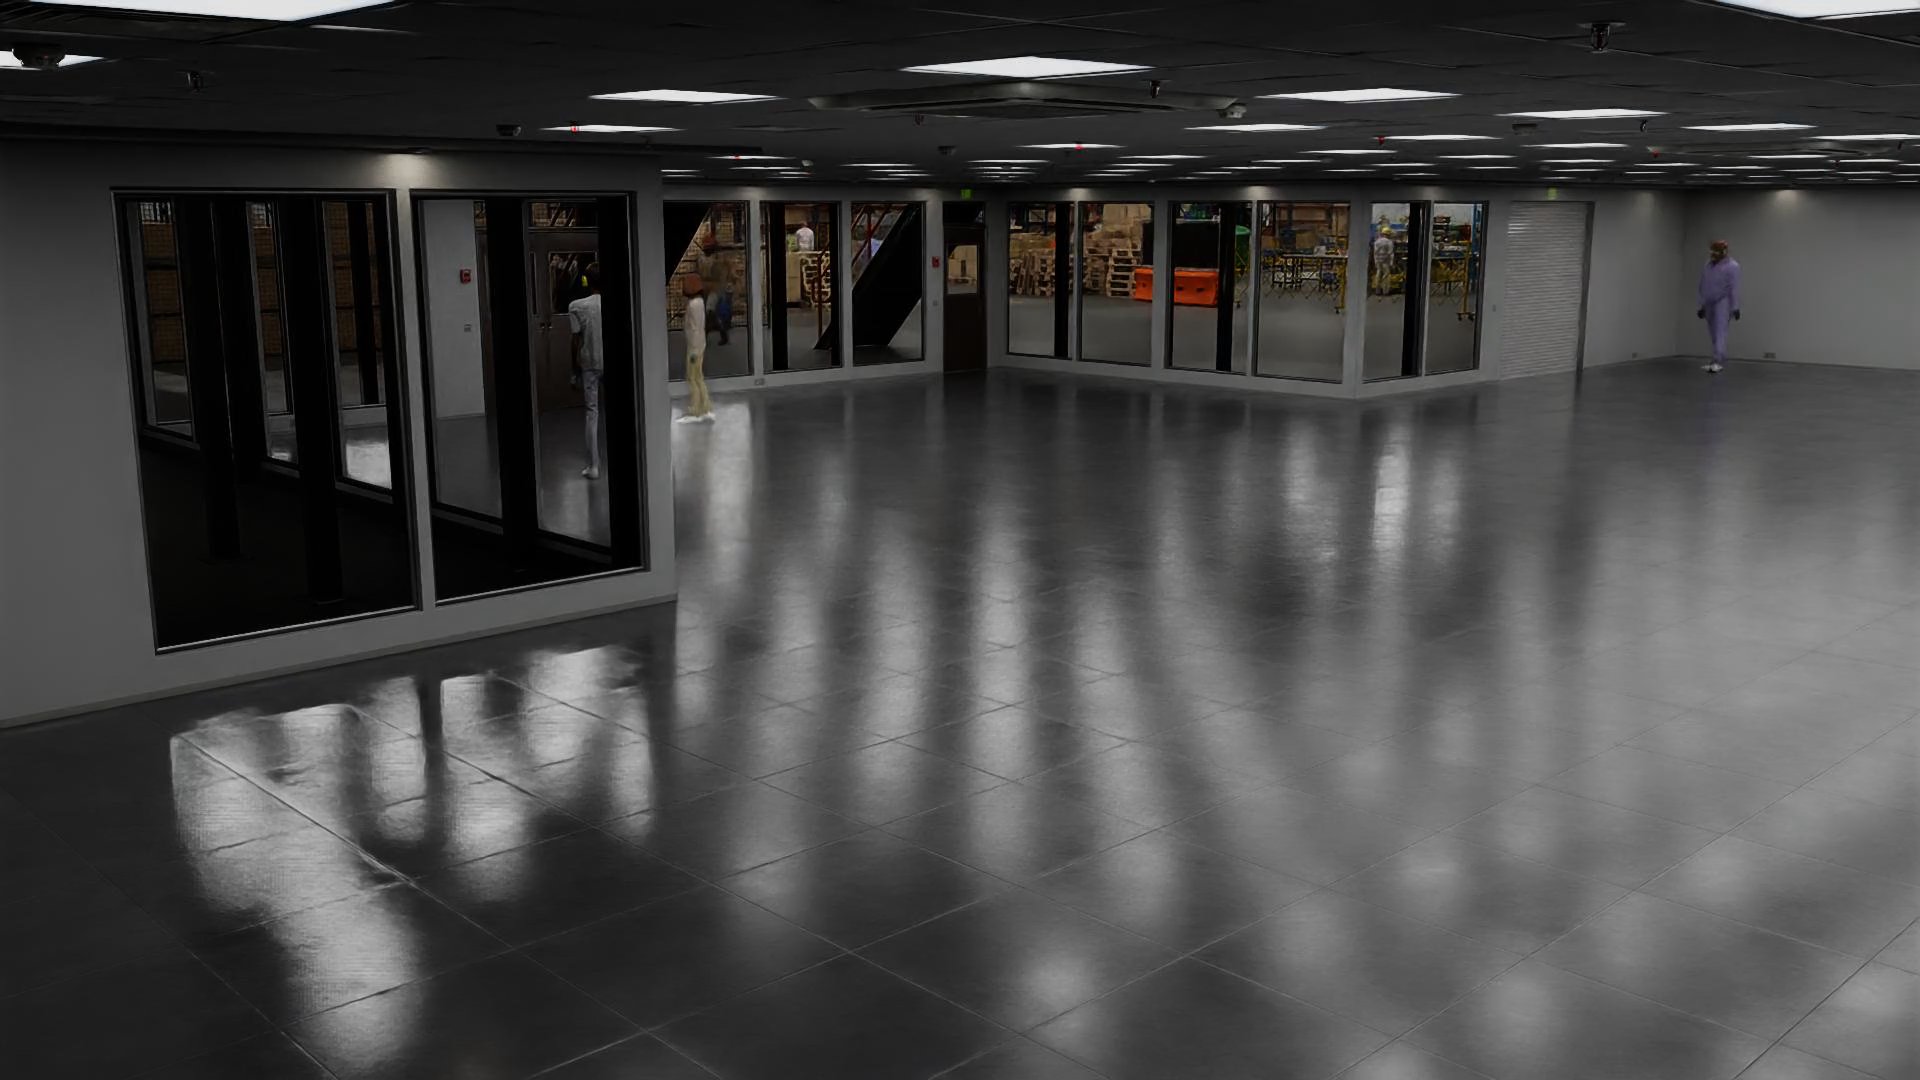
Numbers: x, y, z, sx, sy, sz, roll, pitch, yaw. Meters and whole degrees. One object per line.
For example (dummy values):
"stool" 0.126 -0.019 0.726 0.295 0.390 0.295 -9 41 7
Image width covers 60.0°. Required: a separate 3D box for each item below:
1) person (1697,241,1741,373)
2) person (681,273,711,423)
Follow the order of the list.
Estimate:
"person" 10.800 -3.328 23.762 0.669 1.866 0.688 -4 12 -18
"person" -2.896 -2.078 18.076 0.285 1.637 0.500 -1 11 -6
